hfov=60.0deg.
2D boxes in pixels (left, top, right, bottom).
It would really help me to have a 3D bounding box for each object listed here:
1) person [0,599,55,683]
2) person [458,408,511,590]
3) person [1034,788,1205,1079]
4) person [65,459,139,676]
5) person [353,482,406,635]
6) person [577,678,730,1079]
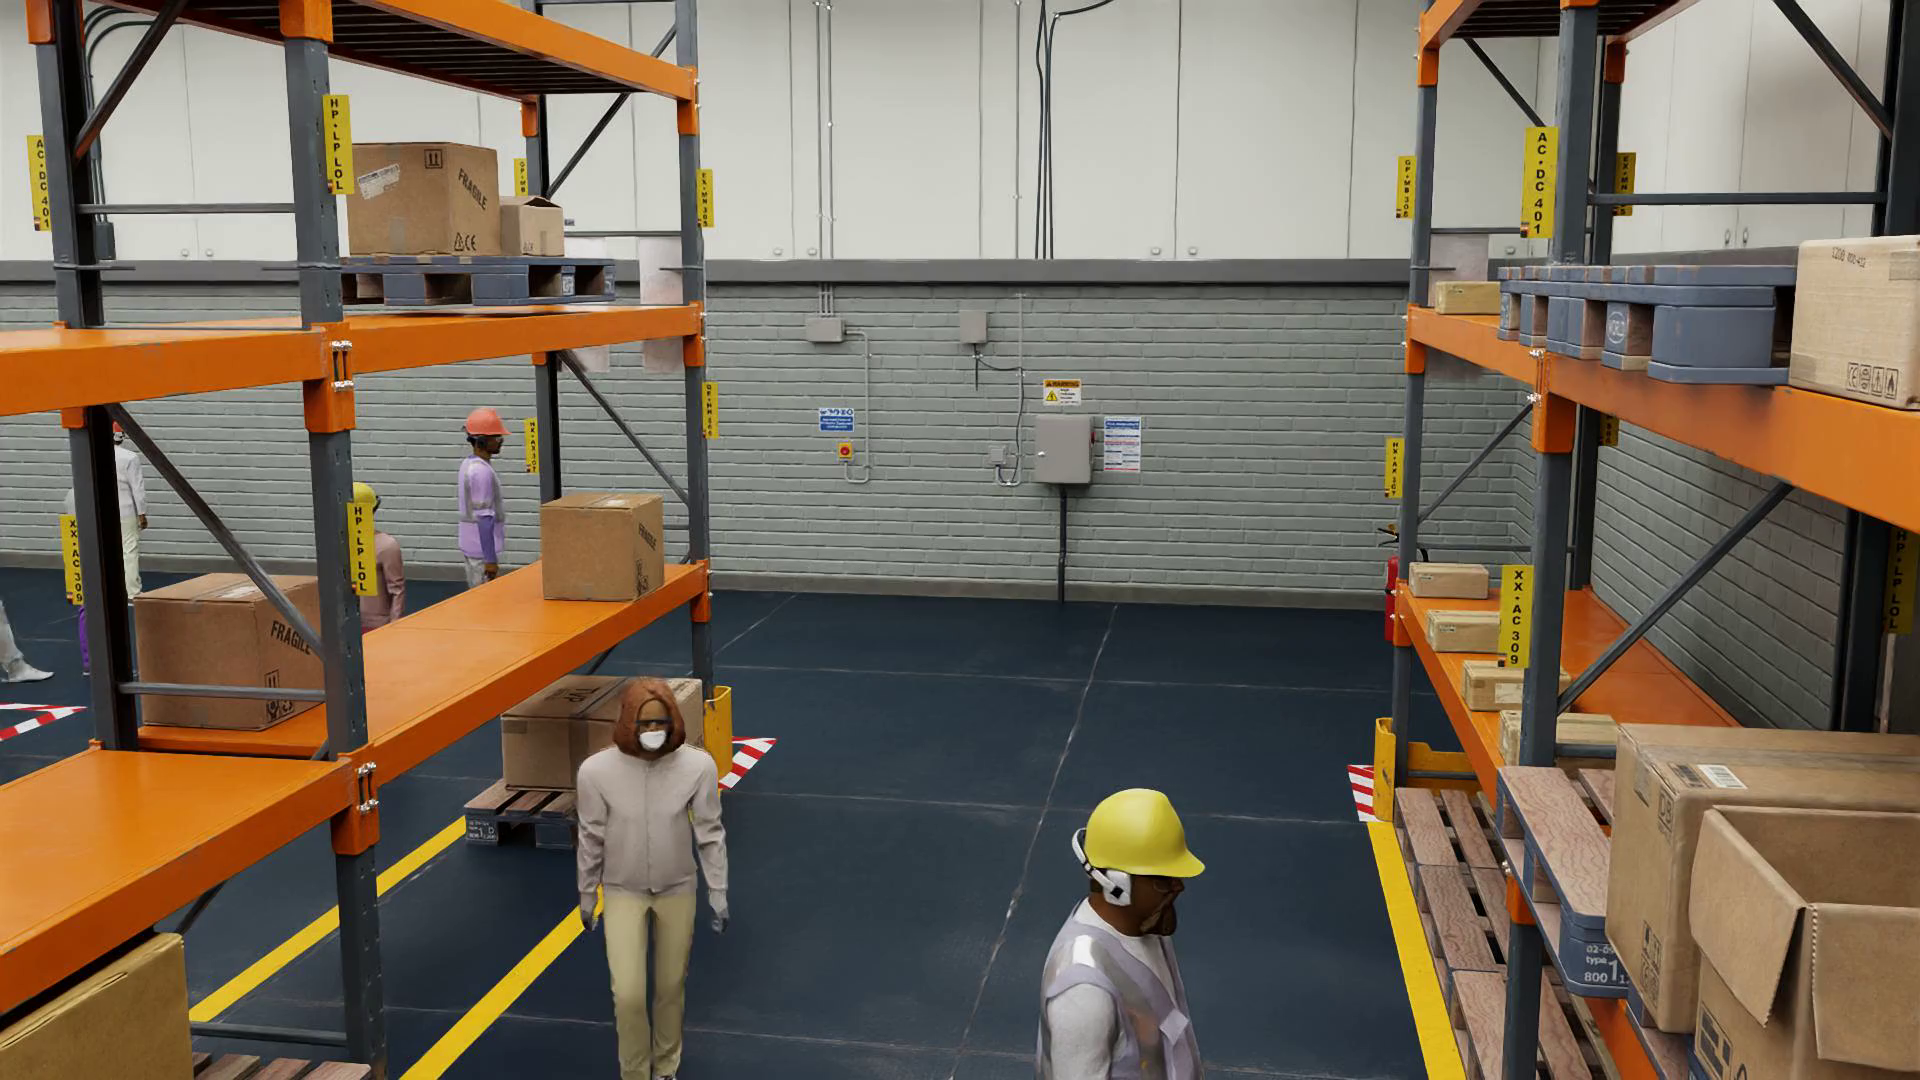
[{"bbox_3d":[-7.209,0.193,11.938,0.985,1.853,0.641,-2,10,-15],"label":"person"},{"bbox_3d":[-3.443,0.060,12.117,0.397,2.043,0.609,-4,10,-23],"label":"person"},{"bbox_3d":[0.386,1.482,4.043,0.404,1.824,0.586,3,10,17],"label":"person"},{"bbox_3d":[-6.413,0.163,12.389,0.559,1.747,0.331,8,12,42],"label":"person"},{"bbox_3d":[-3.615,0.519,10.148,0.526,1.765,0.329,4,10,22],"label":"person"},{"bbox_3d":[-1.069,1.284,5.849,0.518,1.612,0.555,-3,10,-17],"label":"person"}]
